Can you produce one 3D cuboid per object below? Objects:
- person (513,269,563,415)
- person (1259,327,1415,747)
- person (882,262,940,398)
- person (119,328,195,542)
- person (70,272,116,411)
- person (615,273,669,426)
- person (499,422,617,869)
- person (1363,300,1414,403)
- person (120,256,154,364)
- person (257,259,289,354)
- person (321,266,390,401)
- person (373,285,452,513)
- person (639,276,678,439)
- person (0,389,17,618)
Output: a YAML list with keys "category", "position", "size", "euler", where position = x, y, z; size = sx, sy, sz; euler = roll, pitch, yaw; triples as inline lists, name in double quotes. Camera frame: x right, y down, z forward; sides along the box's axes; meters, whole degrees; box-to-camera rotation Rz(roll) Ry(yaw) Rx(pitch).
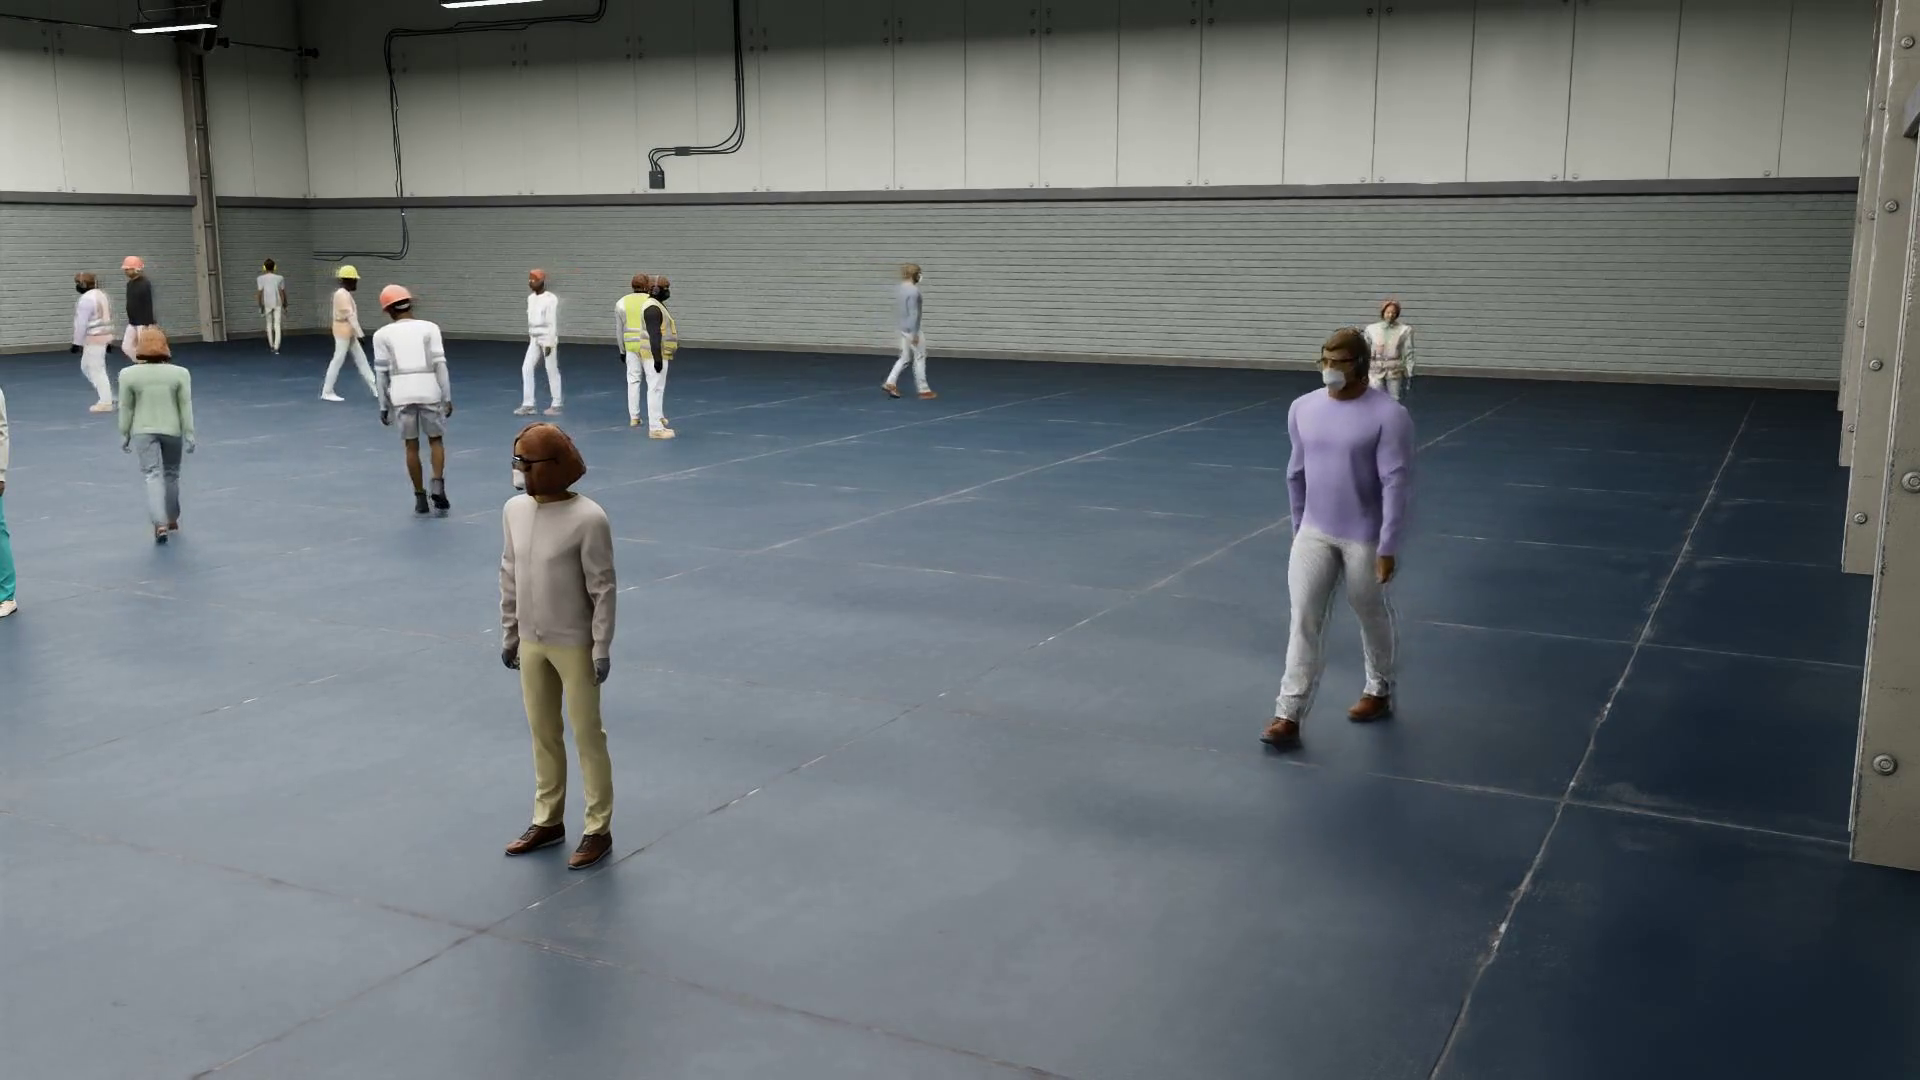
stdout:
- category: "person"
  position: [-5.382, -2.496, 21.144]
  size: [0.594, 1.859, 0.766]
  euler: [8, 13, 36]
- category: "person"
  position: [1.749, -0.022, 7.600]
  size: [0.650, 1.886, 1.015]
  euler: [9, 14, 39]
- category: "person"
  position: [-0.720, -2.936, 23.394]
  size: [0.776, 1.922, 0.640]
  euler: [-3, 11, -18]
- category: "person"
  position: [-6.084, -0.802, 12.617]
  size: [0.508, 1.599, 0.803]
  euler: [-5, 12, -27]
- category: "person"
  position: [-11.322, -2.575, 21.702]
  size: [0.464, 1.823, 0.623]
  euler: [-2, 11, -13]
- category: "person"
  position: [-3.818, -2.290, 20.075]
  size: [0.619, 1.845, 0.430]
  euler: [2, 11, 10]
- category: "person"
  position: [-1.475, 0.384, 6.064]
  size: [0.507, 1.631, 0.280]
  euler: [6, 12, 29]
- category: "person"
  position: [4.487, -1.702, 17.473]
  size: [0.542, 1.605, 0.699]
  euler: [3, 11, 14]
- category: "person"
  position: [-12.346, -3.262, 24.979]
  size: [0.642, 1.982, 0.435]
  euler: [8, 13, 38]
- category: "person"
  position: [-13.426, -4.564, 32.541]
  size: [0.515, 1.824, 0.959]
  euler: [-3, 11, -15]
- category: "person"
  position: [-8.442, -2.862, 23.110]
  size: [1.002, 1.871, 0.589]
  euler: [-2, 11, -13]
- category: "person"
  position: [-4.552, -1.169, 13.843]
  size: [0.594, 1.886, 0.622]
  euler: [-3, 11, -17]
- category: "person"
  position: [-3.420, -2.078, 18.927]
  size: [0.429, 1.839, 0.633]
  euler: [-2, 11, -9]
- category: "person"
  position: [-5.952, -0.402, 9.980]
  size: [0.523, 1.772, 0.301]
  euler: [1, 10, 8]
